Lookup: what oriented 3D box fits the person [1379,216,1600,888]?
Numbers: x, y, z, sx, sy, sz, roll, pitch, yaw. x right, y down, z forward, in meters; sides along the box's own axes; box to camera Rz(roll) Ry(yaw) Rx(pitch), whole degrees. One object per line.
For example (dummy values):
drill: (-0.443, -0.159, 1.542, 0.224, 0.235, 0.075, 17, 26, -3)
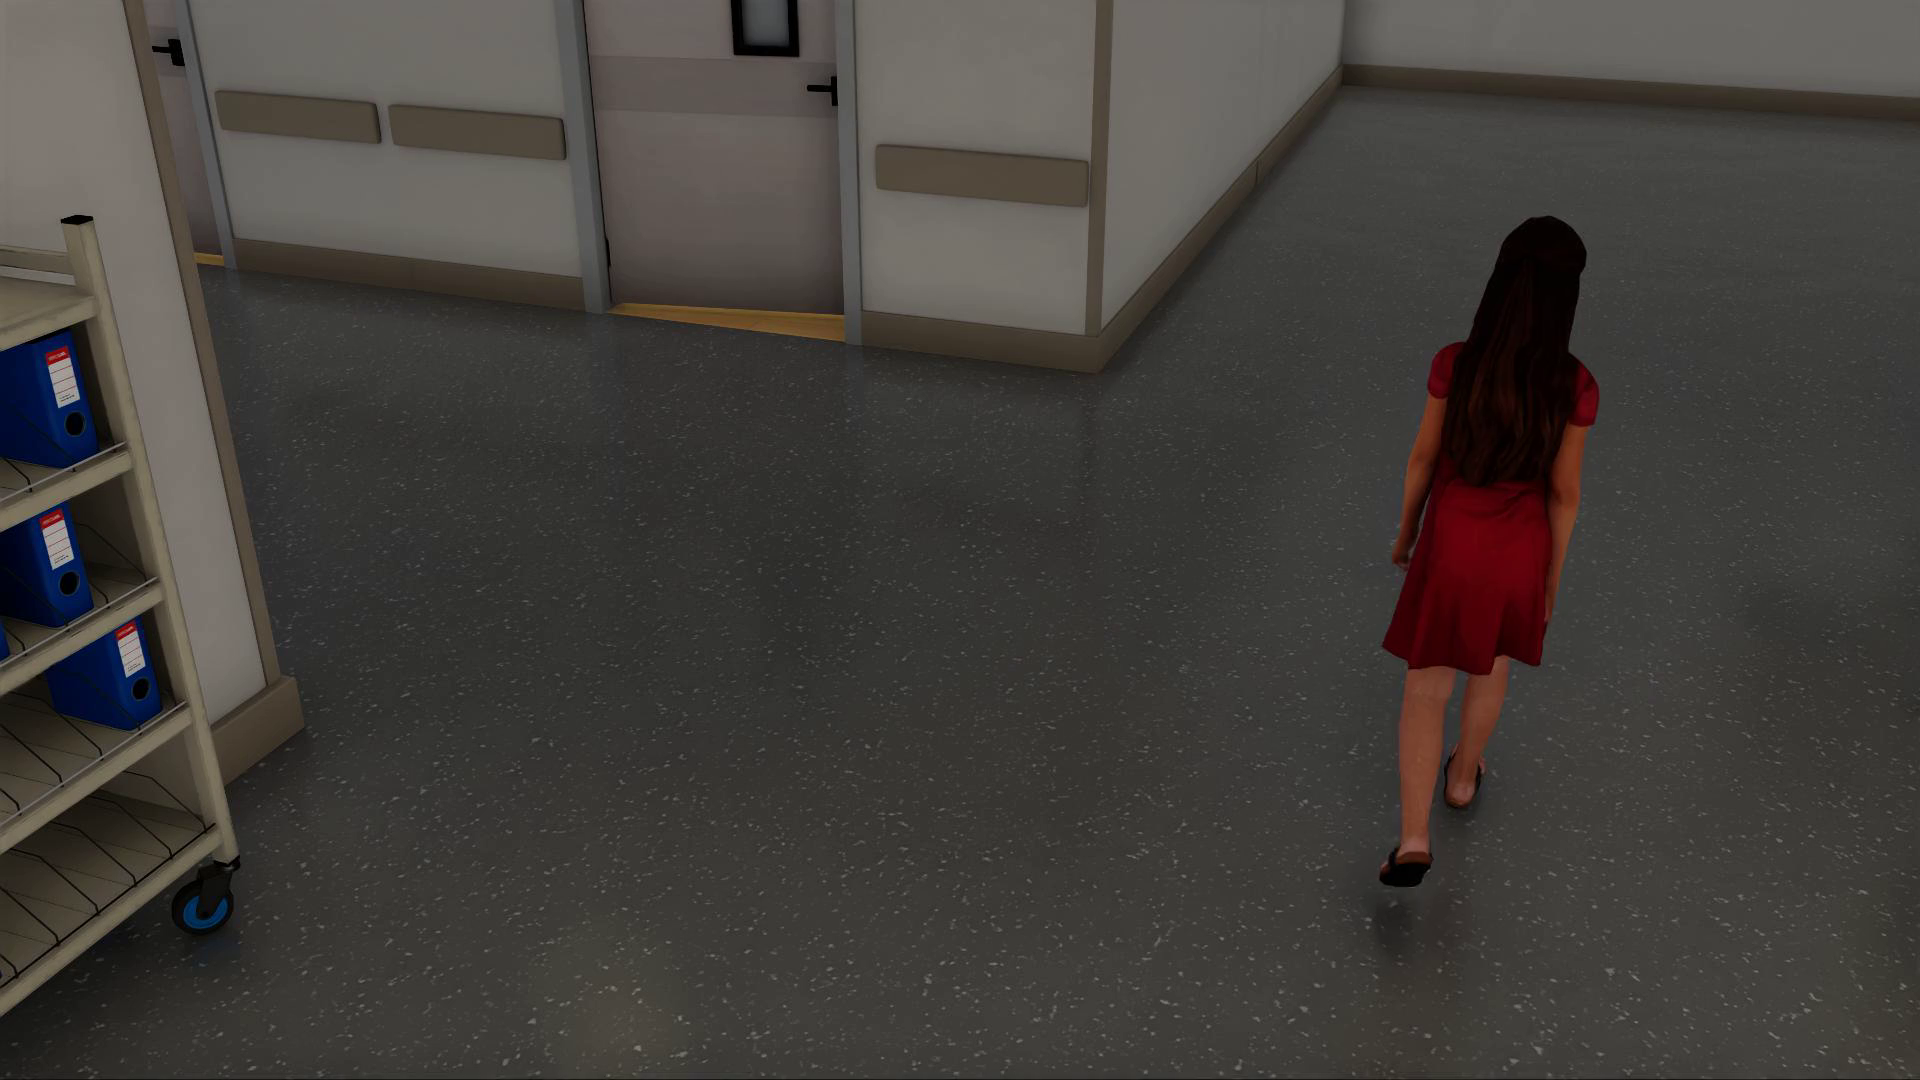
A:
person: (1.152, 0.067, 3.731, 0.587, 1.526, 1.015, 7, 27, 14)
